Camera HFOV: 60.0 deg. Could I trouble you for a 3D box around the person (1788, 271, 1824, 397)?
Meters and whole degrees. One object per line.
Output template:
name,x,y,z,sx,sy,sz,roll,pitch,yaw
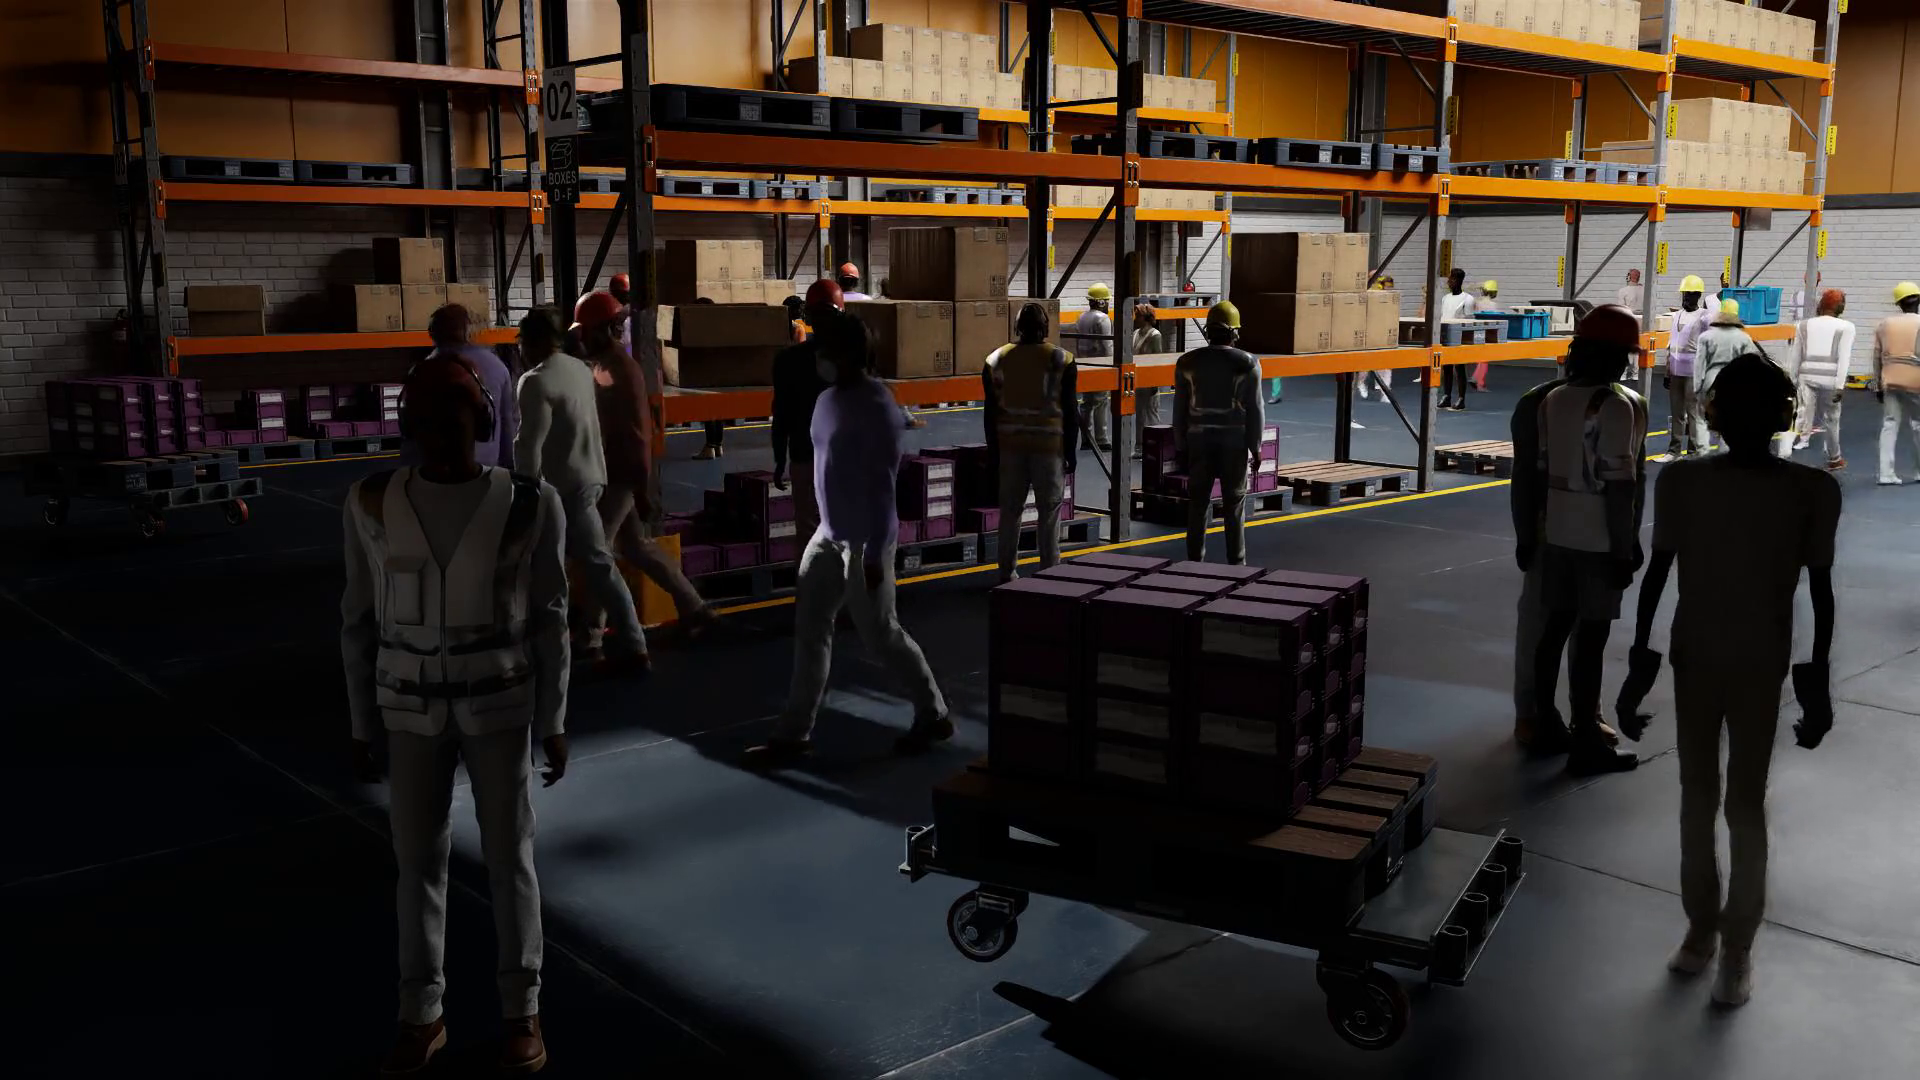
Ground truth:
person,12.779,-3.113,25.073,0.551,1.934,0.363,9,13,42

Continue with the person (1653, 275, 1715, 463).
person,7.367,-1.710,16.873,0.361,1.928,0.594,-3,10,-17

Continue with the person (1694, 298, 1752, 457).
person,7.345,-1.466,16.052,0.492,1.726,0.420,4,10,22

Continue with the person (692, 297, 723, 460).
person,-2.651,-1.689,17.436,0.317,1.697,0.533,2,10,13

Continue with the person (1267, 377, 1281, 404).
person,4.486,-2.824,23.968,0.672,1.742,0.529,-9,13,-42

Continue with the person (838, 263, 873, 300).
person,-1.306,-2.225,19.557,0.615,2.041,0.376,-3,10,-15

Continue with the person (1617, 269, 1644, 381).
person,11.396,-3.650,28.302,0.644,1.908,0.408,-3,10,-19

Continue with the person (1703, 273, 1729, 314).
person,10.463,-2.712,22.782,0.590,1.918,0.398,5,11,28

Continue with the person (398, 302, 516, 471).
person,-2.913,-0.404,9.428,0.957,1.850,0.674,6,12,33

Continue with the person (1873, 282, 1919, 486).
person,8.881,-1.451,15.518,0.871,1.873,0.635,-7,12,-35

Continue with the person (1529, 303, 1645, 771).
person,2.631,-0.013,6.933,0.369,1.933,0.543,-3,10,-16

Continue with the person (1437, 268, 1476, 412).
person,6.788,-2.748,22.848,0.361,1.963,0.613,-5,11,-26

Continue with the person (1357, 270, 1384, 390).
person,6.569,-3.331,26.436,0.651,1.907,0.409,7,12,34

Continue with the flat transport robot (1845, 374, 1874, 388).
flat transport robot,14.905,-2.499,26.343,0.652,0.197,1.431,-9,13,-43

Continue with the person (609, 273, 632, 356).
person,-3.623,-1.888,17.897,0.356,1.937,0.552,-1,10,-7

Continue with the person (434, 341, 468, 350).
person,-3.604,-0.722,11.946,0.285,1.636,0.499,-7,12,-34

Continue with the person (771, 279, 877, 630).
person,-0.759,-0.470,9.422,0.625,1.992,0.386,-2,10,-12

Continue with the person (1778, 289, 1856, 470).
person,8.398,-1.545,16.286,1.111,1.820,0.591,-9,13,-43

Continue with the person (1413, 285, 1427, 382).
person,7.835,-3.440,27.849,0.314,1.641,0.515,-1,10,-5

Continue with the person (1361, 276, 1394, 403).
person,6.139,-2.937,24.311,0.518,1.845,0.724,-2,10,-10

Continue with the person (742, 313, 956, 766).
person,-0.443,-0.002,6.980,0.920,1.904,0.643,-6,11,-30

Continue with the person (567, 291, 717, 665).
person,-1.745,-0.338,8.812,0.922,1.954,0.618,-3,10,-18

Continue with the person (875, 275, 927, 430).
person,-0.811,-2.269,20.243,0.935,1.887,0.656,-2,10,-10

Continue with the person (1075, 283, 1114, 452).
person,1.502,-1.870,18.098,0.403,1.833,0.586,-6,11,-30

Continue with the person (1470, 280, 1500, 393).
person,8.202,-3.148,25.806,0.378,1.750,0.535,-2,10,-14

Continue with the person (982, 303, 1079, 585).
person,0.457,-0.582,10.574,0.619,1.836,0.430,3,10,19

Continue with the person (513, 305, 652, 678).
person,-2.047,-0.242,8.423,1.046,1.865,0.656,1,10,9

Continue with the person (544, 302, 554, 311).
person,-4.477,-1.786,18.215,0.504,1.625,0.284,8,13,39

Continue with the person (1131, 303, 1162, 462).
person,1.918,-1.627,17.242,0.311,1.638,0.521,-4,11,-24

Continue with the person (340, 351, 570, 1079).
person,-1.293,0.461,4.294,0.573,1.887,0.356,-1,10,-6

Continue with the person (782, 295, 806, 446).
person,-1.895,-1.890,18.659,0.321,1.686,0.536,-8,12,-38

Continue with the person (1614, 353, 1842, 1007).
person,2.209,0.397,4.800,0.559,1.849,0.516,7,12,37

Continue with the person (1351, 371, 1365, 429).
person,4.868,-2.192,20.564,0.269,1.631,0.509,1,10,3

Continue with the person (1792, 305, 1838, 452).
person,9.414,-1.785,18.164,0.514,1.641,0.307,9,13,43

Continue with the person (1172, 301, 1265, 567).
person,1.702,-0.646,10.930,0.602,1.830,0.404,4,10,21

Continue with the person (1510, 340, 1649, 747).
person,2.690,-0.014,7.220,0.622,1.840,0.430,-1,10,-8
